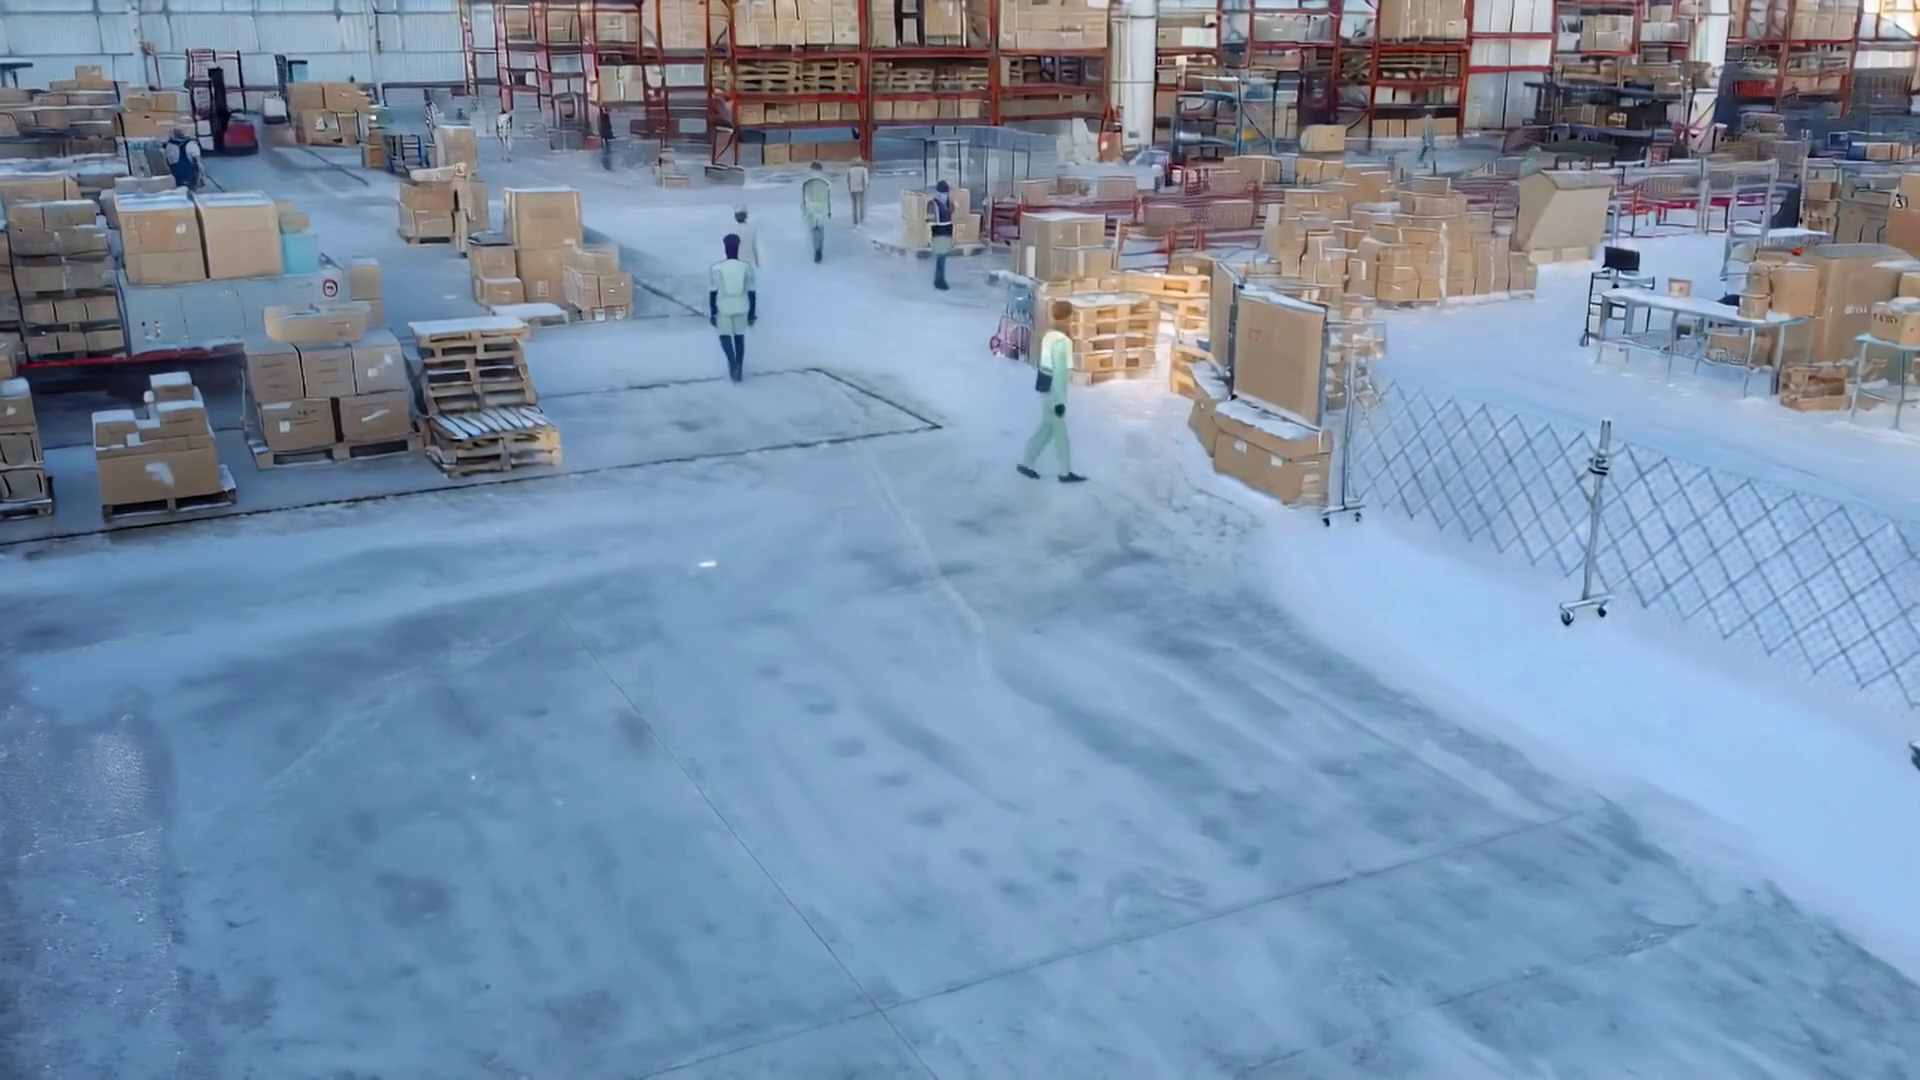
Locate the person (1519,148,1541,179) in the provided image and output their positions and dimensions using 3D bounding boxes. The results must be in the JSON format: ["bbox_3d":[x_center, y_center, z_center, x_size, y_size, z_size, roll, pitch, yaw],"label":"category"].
[{"bbox_3d":[12.500,-7.727,36.667,0.805,1.803,0.595,-8,19,-23],"label":"person"}]

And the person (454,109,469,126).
[{"bbox_3d":[-15.889,-12.907,53.056,0.890,1.644,0.549,17,24,42],"label":"person"}]

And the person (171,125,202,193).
[{"bbox_3d":[-19.706,-9.602,42.352,0.930,1.897,0.646,-13,22,-35],"label":"person"}]

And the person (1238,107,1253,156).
[{"bbox_3d":[9.177,-13.105,53.631,0.532,1.679,0.394,-5,19,-16],"label":"person"}]

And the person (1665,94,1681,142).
[{"bbox_3d":[26.108,-15.299,60.401,0.896,1.724,0.543,-10,20,-28],"label":"person"}]

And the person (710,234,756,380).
[{"bbox_3d":[-2.959,-3.022,21.757,0.625,1.945,0.560,-6,19,-18],"label":"person"}]

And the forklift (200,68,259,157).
[{"bbox_3d":[-24.369,-14.147,54.940,1.873,2.768,1.129,-9,20,-26],"label":"forklift"}]

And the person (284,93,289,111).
[{"bbox_3d":[-25.511,-16.429,63.584,0.366,1.931,0.542,12,21,33],"label":"person"}]

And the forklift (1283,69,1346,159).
[{"bbox_3d":[11.615,-13.871,54.079,1.129,2.768,1.873,-9,20,-27],"label":"forklift"}]

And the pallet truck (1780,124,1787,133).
[{"bbox_3d":[25.206,-12.542,52.601,1.601,1.201,0.680,0,18,-2],"label":"pallet truck"}]

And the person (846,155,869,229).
[{"bbox_3d":[-2.278,-7.751,37.033,0.500,1.621,0.335,-1,18,-5],"label":"person"}]

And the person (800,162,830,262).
[{"bbox_3d":[-2.799,-6.365,32.290,0.565,1.890,0.995,-5,18,-14],"label":"person"}]

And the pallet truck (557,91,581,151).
[{"bbox_3d":[-13.495,-14.412,57.188,0.823,1.965,1.885,-3,18,-9],"label":"pallet truck"}]

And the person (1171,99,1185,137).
[{"bbox_3d":[7.772,-14.840,59.113,0.520,1.620,0.341,-6,19,-18],"label":"person"}]

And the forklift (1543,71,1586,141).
[{"bbox_3d":[18.685,-13.231,52.085,1.873,2.768,1.129,-9,20,-26],"label":"forklift"}]

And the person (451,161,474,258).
[{"bbox_3d":[-9.783,-6.522,32.797,0.314,1.869,0.537,6,19,18],"label":"person"}]

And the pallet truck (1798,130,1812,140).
[{"bbox_3d":[25.526,-11.556,49.408,1.630,1.274,0.653,-9,20,-26],"label":"pallet truck"}]

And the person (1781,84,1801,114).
[{"bbox_3d":[31.508,-16.300,63.168,1.040,1.933,0.651,-8,20,-25],"label":"person"}]

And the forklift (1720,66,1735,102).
[{"bbox_3d":[25.853,-14.772,56.887,1.129,2.768,1.873,-9,20,-26],"label":"forklift"}]

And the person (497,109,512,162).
[{"bbox_3d":[-14.545,-12.915,53.100,0.521,1.638,0.311,9,20,25],"label":"person"}]

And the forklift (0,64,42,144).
[{"bbox_3d":[-34.306,-15.613,59.508,1.129,2.768,1.873,10,20,27],"label":"forklift"}]

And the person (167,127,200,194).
[{"bbox_3d":[-18.708,-8.948,40.085,0.697,2.000,0.537,-14,23,-37],"label":"person"}]

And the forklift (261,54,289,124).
[{"bbox_3d":[-28.612,-19.104,70.392,1.873,2.768,1.129,-9,20,-26],"label":"forklift"}]

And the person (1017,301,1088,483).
[{"bbox_3d":[0.946,-1.513,17.188,0.765,1.892,0.675,-2,18,-6],"label":"person"}]

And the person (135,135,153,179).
[{"bbox_3d":[-21.044,-9.591,42.792,0.863,1.598,0.525,-4,18,-13],"label":"person"}]

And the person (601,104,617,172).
[{"bbox_3d":[-10.524,-12.002,49.681,0.380,1.995,0.611,-7,19,-22],"label":"person"}]

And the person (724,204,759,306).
[{"bbox_3d":[-3.508,-4.495,26.681,0.541,1.749,0.566,-8,19,-22],"label":"person"}]

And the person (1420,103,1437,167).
[{"bbox_3d":[14.446,-12.450,51.193,0.471,1.916,0.580,7,19,22],"label":"person"}]

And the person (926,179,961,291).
[{"bbox_3d":[-0.243,-5.306,28.948,0.550,1.907,0.816,-14,22,-37],"label":"person"}]

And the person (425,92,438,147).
[{"bbox_3d":[-18.588,-14.800,58.542,0.390,1.912,0.589,-12,21,-32],"label":"person"}]
